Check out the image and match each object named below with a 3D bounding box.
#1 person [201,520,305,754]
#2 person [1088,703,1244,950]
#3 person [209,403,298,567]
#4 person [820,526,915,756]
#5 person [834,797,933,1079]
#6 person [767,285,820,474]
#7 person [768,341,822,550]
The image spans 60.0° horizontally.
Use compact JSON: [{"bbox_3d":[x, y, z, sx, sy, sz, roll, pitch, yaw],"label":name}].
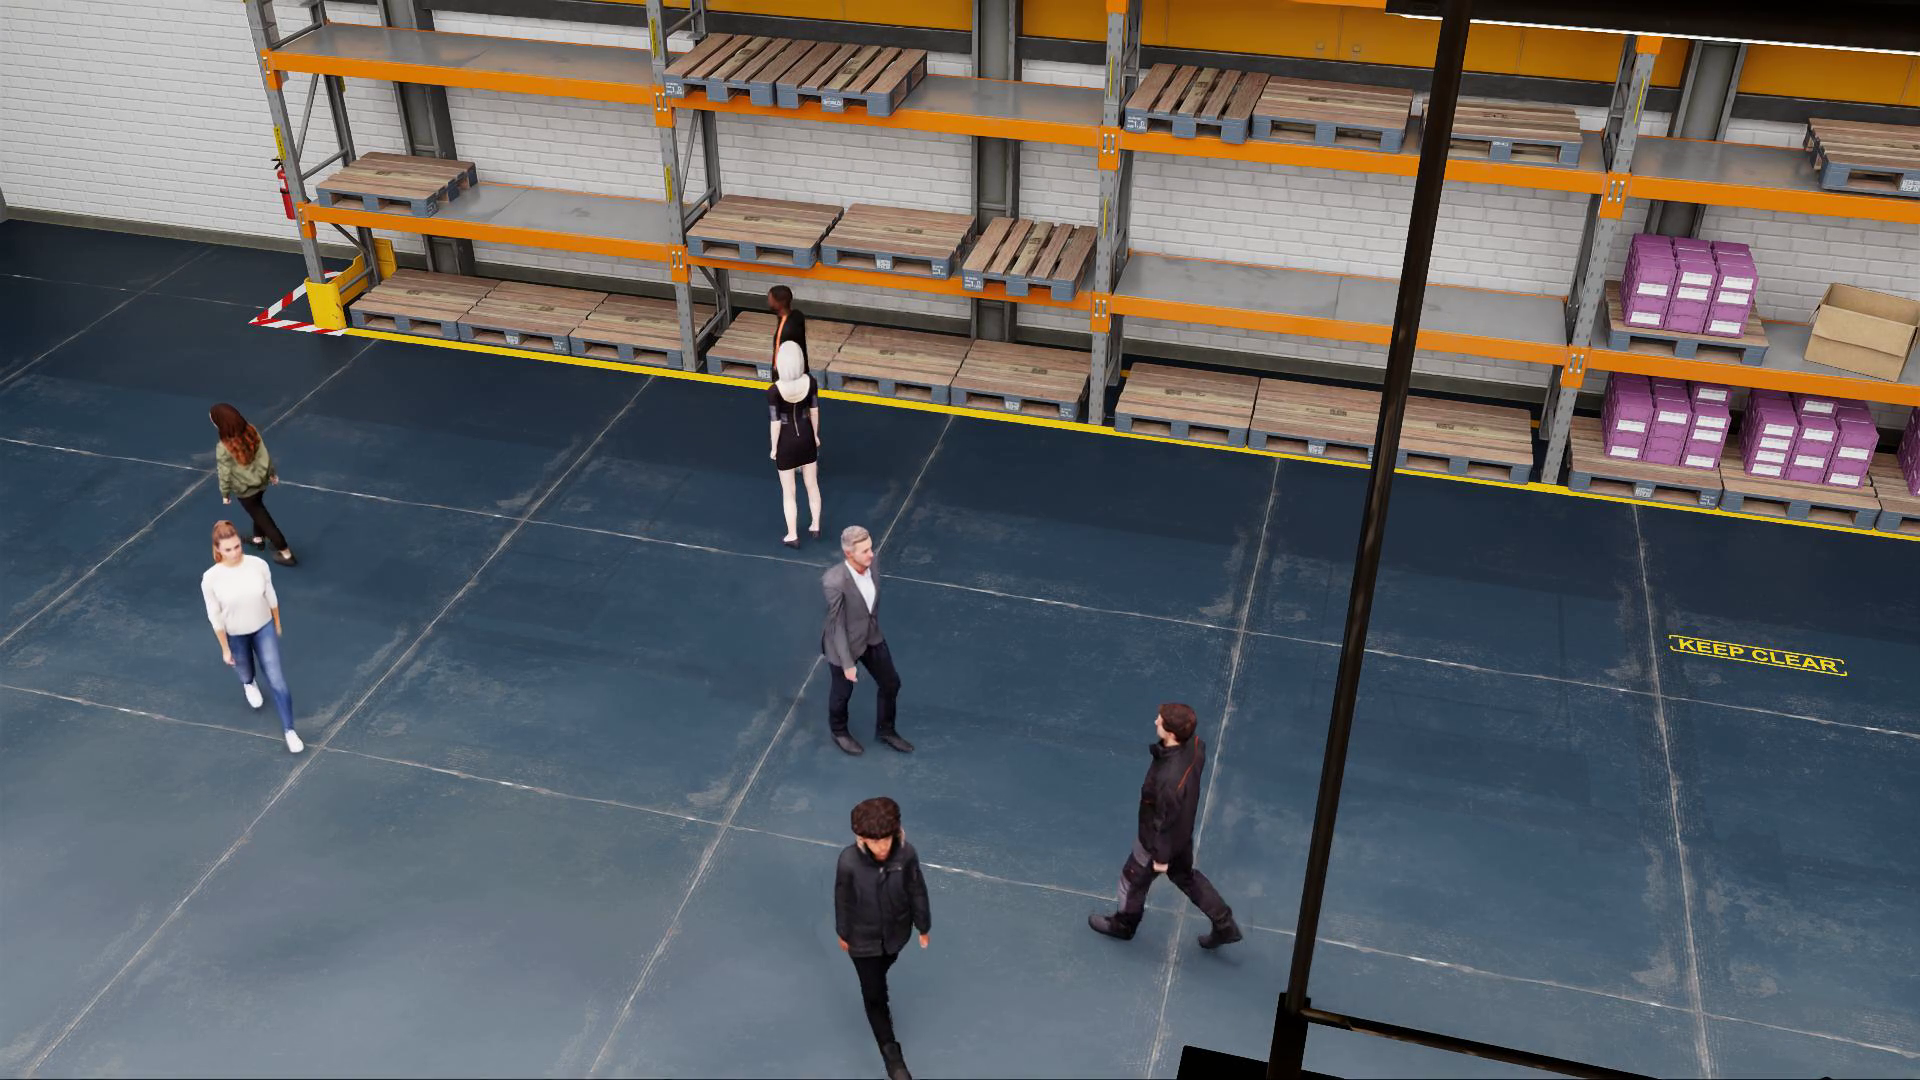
[{"bbox_3d":[-4.825,0.606,11.232,1.054,1.693,1.126,-18,38,-25],"label":"person"},{"bbox_3d":[1.267,1.695,9.492,1.193,1.805,0.840,14,36,20],"label":"person"},{"bbox_3d":[-5.468,-0.405,12.971,0.857,1.450,0.654,13,36,19],"label":"person"},{"bbox_3d":[-0.765,0.651,11.051,0.954,1.817,0.884,24,41,32],"label":"person"},{"bbox_3d":[-0.467,2.036,9.037,1.086,1.742,1.096,-13,36,-19],"label":"person"},{"bbox_3d":[-1.330,-1.319,14.039,0.596,1.792,0.644,10,35,15],"label":"person"},{"bbox_3d":[-1.299,-0.756,13.157,0.642,1.830,0.698,-19,38,-26],"label":"person"}]
